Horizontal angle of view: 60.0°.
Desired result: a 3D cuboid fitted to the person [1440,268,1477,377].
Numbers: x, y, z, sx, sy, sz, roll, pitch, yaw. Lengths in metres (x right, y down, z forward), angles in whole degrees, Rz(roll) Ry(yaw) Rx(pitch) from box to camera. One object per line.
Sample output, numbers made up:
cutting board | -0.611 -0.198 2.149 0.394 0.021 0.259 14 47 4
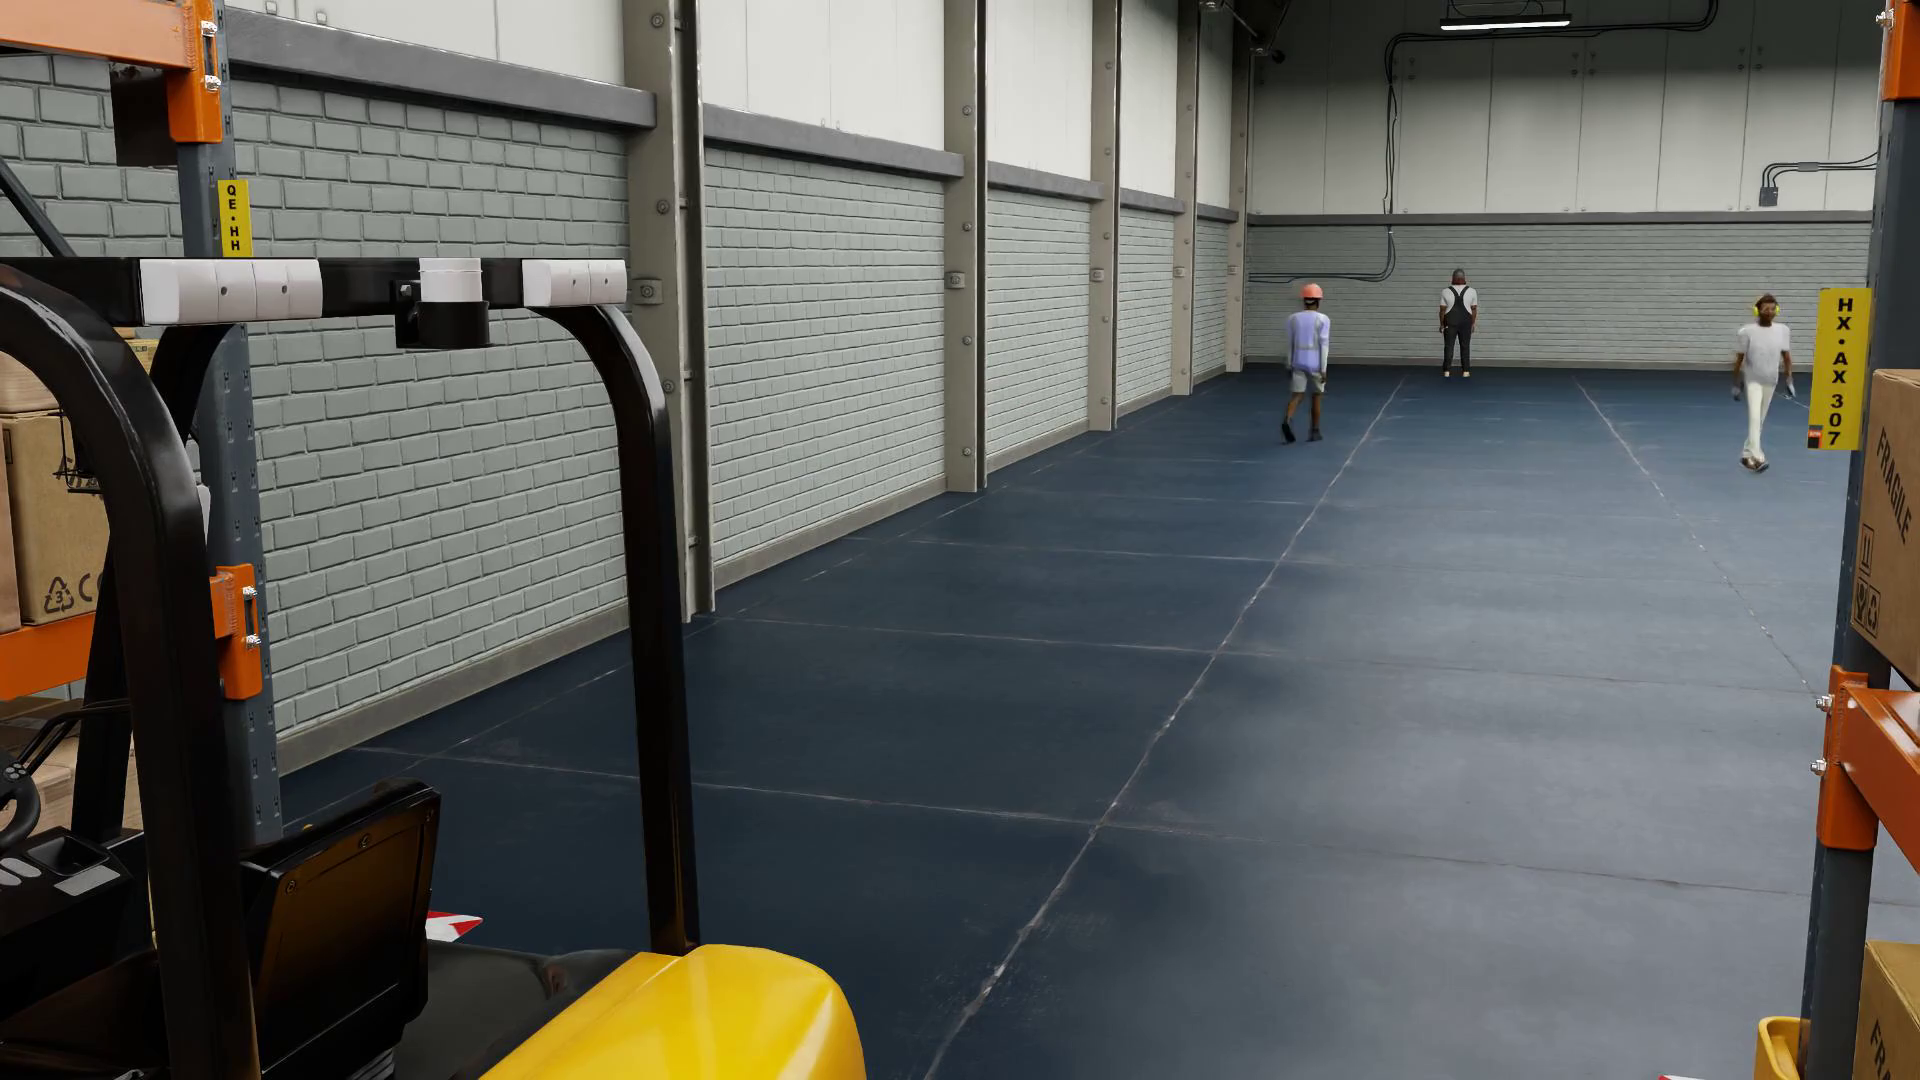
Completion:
person | 9.358 -4.092 31.310 0.678 2.000 0.537 2 10 13

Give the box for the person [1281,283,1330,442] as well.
person | 4.116 -2.094 19.845 0.552 1.921 0.816 7 12 38

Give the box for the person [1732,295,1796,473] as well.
person | 8.293 -1.599 17.131 0.516 1.821 0.979 0 10 2
